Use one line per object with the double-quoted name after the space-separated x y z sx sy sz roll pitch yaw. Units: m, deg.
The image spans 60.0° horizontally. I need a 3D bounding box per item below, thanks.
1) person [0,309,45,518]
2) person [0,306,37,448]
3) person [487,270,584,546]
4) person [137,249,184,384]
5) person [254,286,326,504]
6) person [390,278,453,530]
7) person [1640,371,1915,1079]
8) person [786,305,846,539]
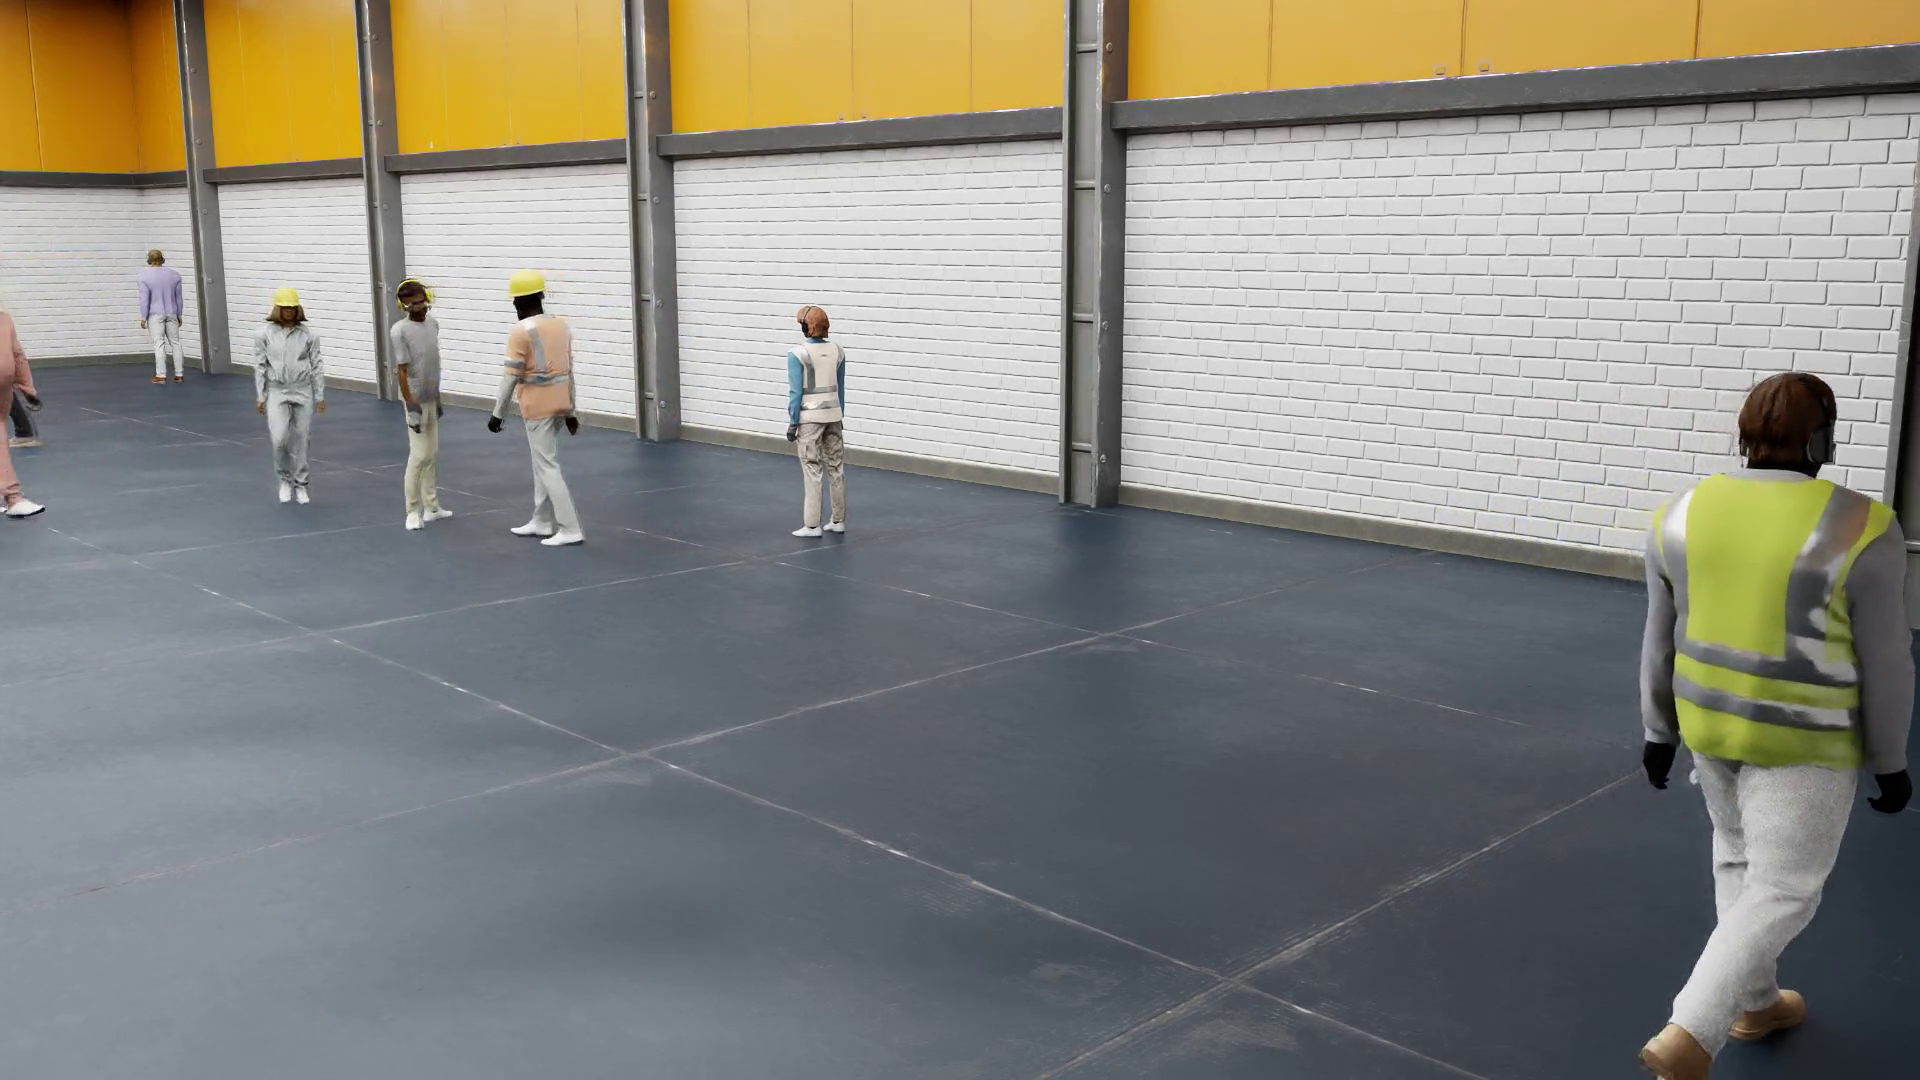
-7.264 -1.097 12.602 0.919 1.870 0.651 2 11 9 "person"
-9.841 -1.871 16.607 1.028 1.935 0.652 -3 11 -16 "person"
-2.915 -0.898 11.461 0.695 1.898 0.603 4 11 19 "person"
-11.521 -3.222 24.006 0.374 1.936 0.627 9 13 39 "person"
-5.293 -1.139 13.181 0.512 1.725 0.413 -6 12 -29 "person"
-3.905 -1.004 12.223 0.336 1.833 0.697 3 11 14 "person"
1.969 0.489 4.120 0.868 1.811 0.623 -6 12 -31 "person"
-1.010 -0.829 11.754 0.315 1.641 0.515 10 14 43 "person"
